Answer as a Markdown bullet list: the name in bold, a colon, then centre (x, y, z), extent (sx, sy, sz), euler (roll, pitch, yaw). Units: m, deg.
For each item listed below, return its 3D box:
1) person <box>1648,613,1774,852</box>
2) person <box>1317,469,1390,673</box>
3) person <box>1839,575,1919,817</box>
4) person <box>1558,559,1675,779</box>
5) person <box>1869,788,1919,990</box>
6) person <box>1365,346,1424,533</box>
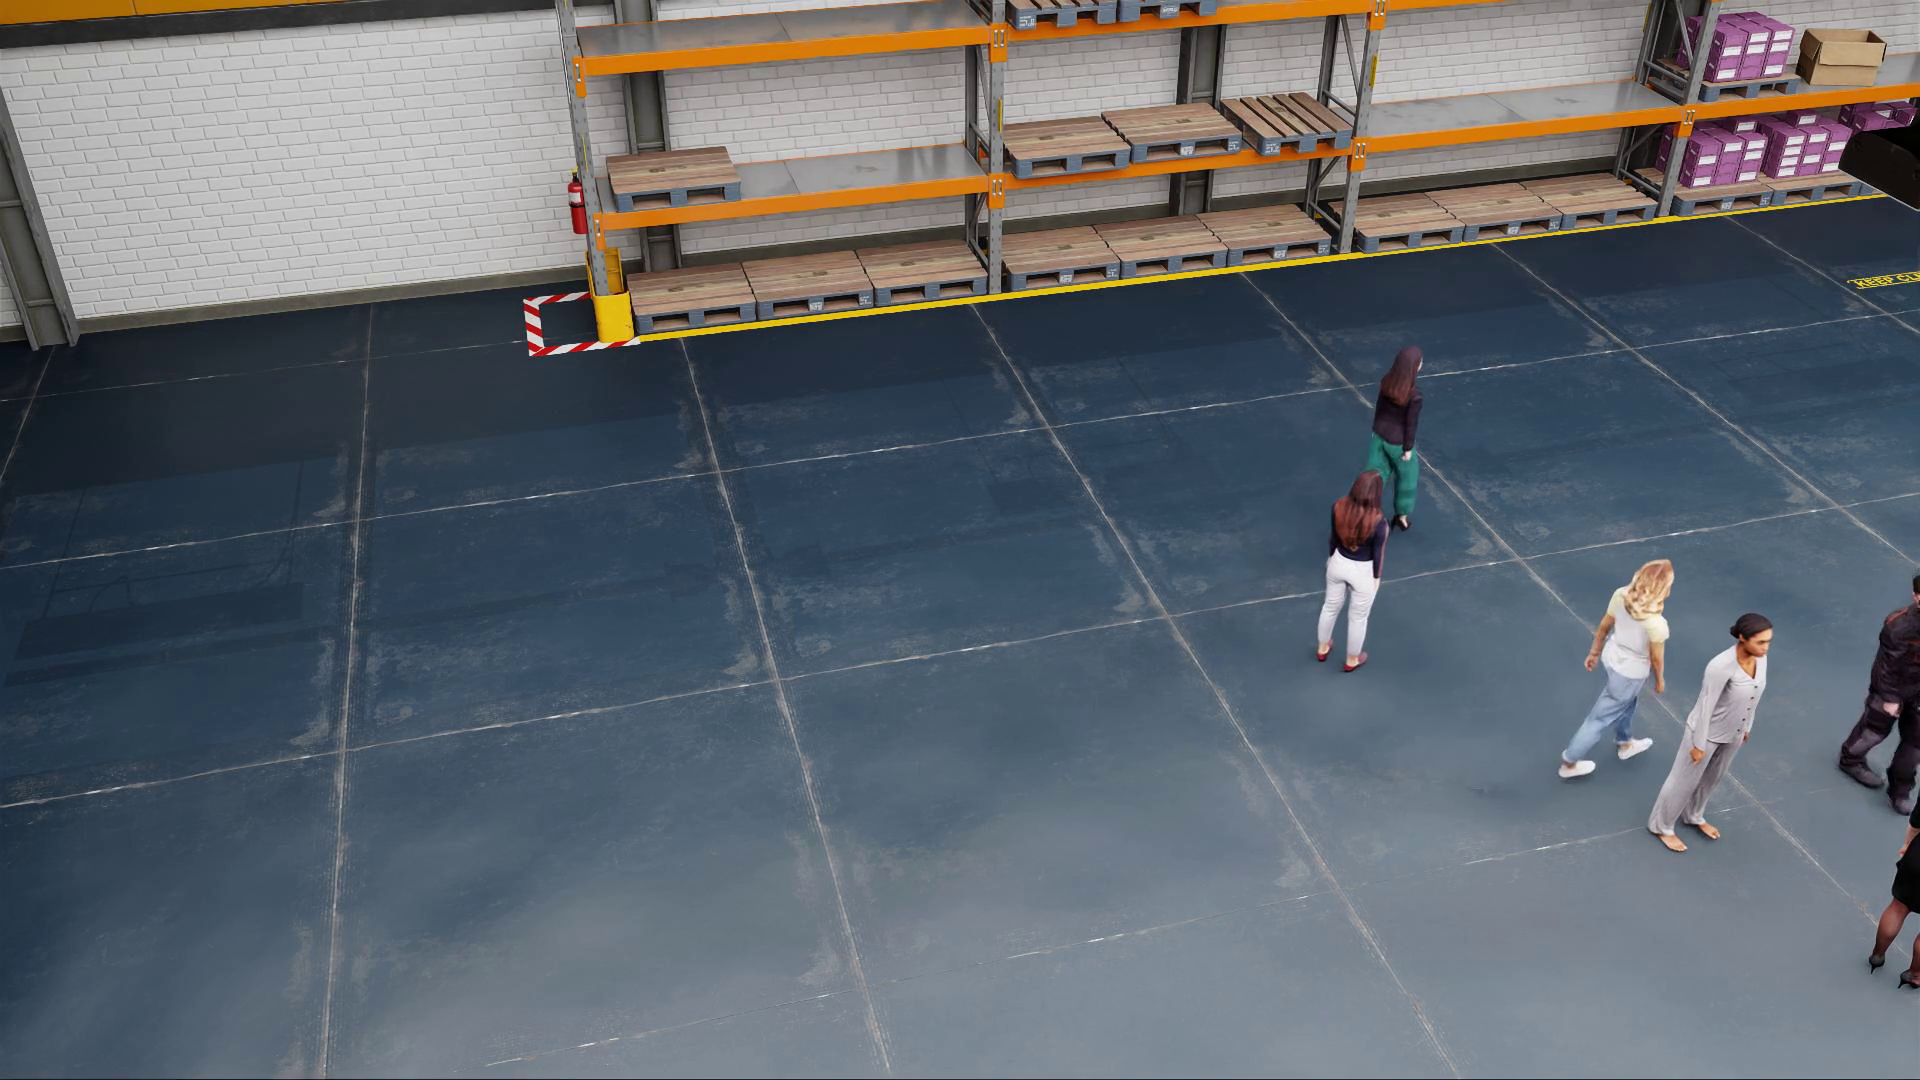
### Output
- **person**: centre (4.643, 1.150, 10.230), extent (0.547, 1.732, 0.724), euler (-16, 37, -22)
- **person**: centre (2.787, 0.209, 11.760), extent (0.669, 1.606, 0.689), euler (25, 41, 33)
- **person**: centre (5.998, 0.875, 10.586), extent (0.856, 1.797, 0.892), euler (-11, 35, -15)
- **person**: centre (4.171, 0.881, 10.671), extent (0.948, 1.693, 0.615), euler (-8, 35, -12)
- **person**: centre (5.431, 1.823, 9.242), extent (0.629, 1.706, 0.654), euler (-23, 40, -31)
- **person**: centre (3.333, -0.711, 13.050), extent (1.139, 1.710, 0.854), euler (-22, 39, -29)
